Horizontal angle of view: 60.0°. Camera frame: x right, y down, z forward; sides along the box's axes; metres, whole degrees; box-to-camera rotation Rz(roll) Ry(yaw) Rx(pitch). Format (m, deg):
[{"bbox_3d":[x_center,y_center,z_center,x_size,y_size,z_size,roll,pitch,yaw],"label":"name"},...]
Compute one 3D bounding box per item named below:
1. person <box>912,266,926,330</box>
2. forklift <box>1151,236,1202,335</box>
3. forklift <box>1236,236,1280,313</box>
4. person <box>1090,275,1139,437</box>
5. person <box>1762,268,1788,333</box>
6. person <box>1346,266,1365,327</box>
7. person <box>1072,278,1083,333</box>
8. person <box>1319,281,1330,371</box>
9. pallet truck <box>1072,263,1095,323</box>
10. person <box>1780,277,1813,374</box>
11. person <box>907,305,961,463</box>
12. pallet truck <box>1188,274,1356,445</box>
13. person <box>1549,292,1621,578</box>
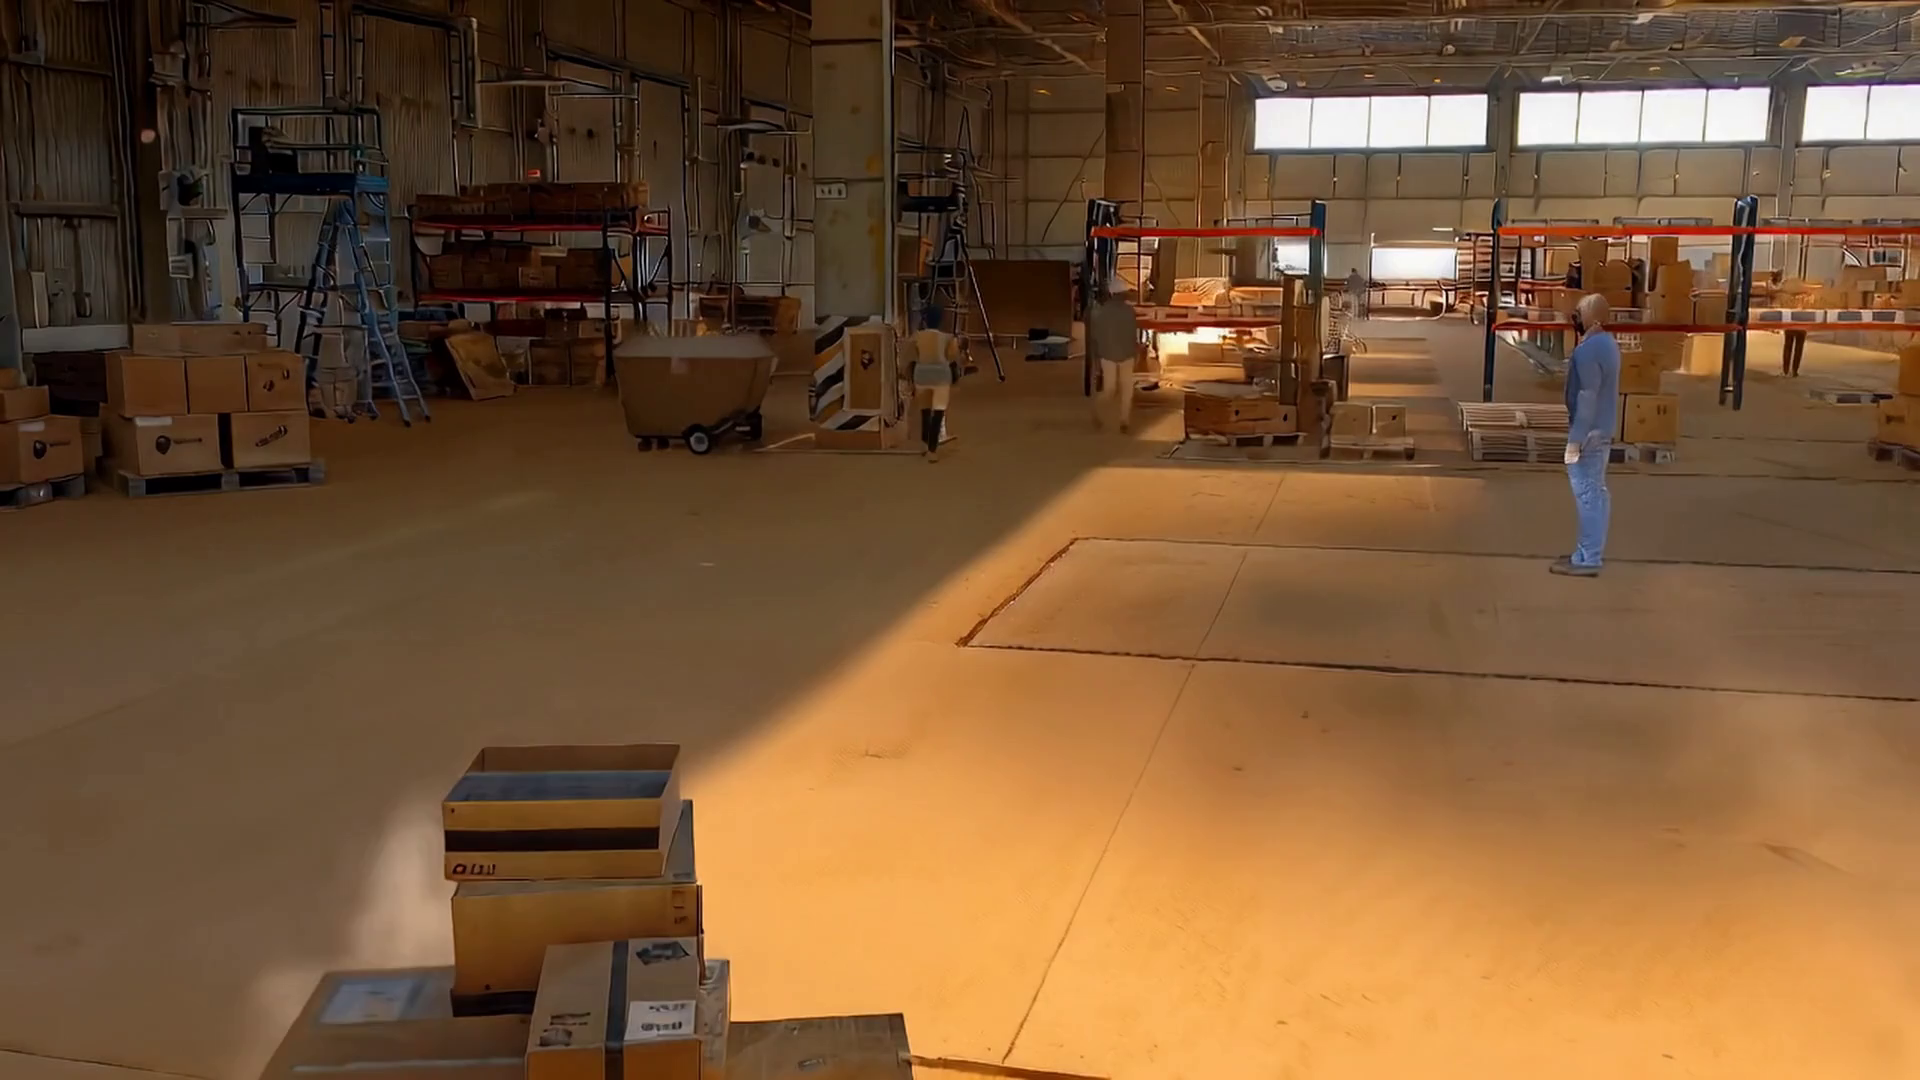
[{"bbox_3d":[-1.227,-7.334,50.407,0.393,1.928,0.543,5,11,29],"label":"person"},{"bbox_3d":[5.866,-7.214,46.878,1.873,2.768,1.129,2,10,14],"label":"forklift"},{"bbox_3d":[8.748,-7.884,50.827,1.873,2.768,1.129,-2,10,-12],"label":"forklift"},{"bbox_3d":[1.887,-2.256,20.363,0.621,1.973,0.716,-4,11,-24],"label":"person"},{"bbox_3d":[23.419,-6.854,47.766,0.593,1.857,1.001,8,13,41],"label":"person"},{"bbox_3d":[12.508,-7.709,52.625,0.632,1.926,0.561,7,12,36],"label":"person"},{"bbox_3d":[3.297,-6.739,47.869,0.541,1.593,0.880,8,13,40],"label":"person"},{"bbox_3d":[6.916,-4.105,31.941,0.485,1.736,0.322,-5,11,-27],"label":"person"},{"bbox_3d":[4.325,-8.180,55.162,0.823,1.965,1.885,6,11,31],"label":"pallet truck"},{"bbox_3d":[15.601,-3.997,31.048,0.520,1.829,0.646,6,11,31],"label":"person"},{"bbox_3d":[-0.262,-1.671,17.777,0.540,1.673,0.630,3,10,18],"label":"person"},{"bbox_3d":[3.653,-2.138,19.590,1.885,1.965,0.823,-4,10,-20],"label":"pallet truck"},{"bbox_3d":[4.284,-0.710,11.356,0.372,1.940,0.627,6,11,33],"label":"person"}]
